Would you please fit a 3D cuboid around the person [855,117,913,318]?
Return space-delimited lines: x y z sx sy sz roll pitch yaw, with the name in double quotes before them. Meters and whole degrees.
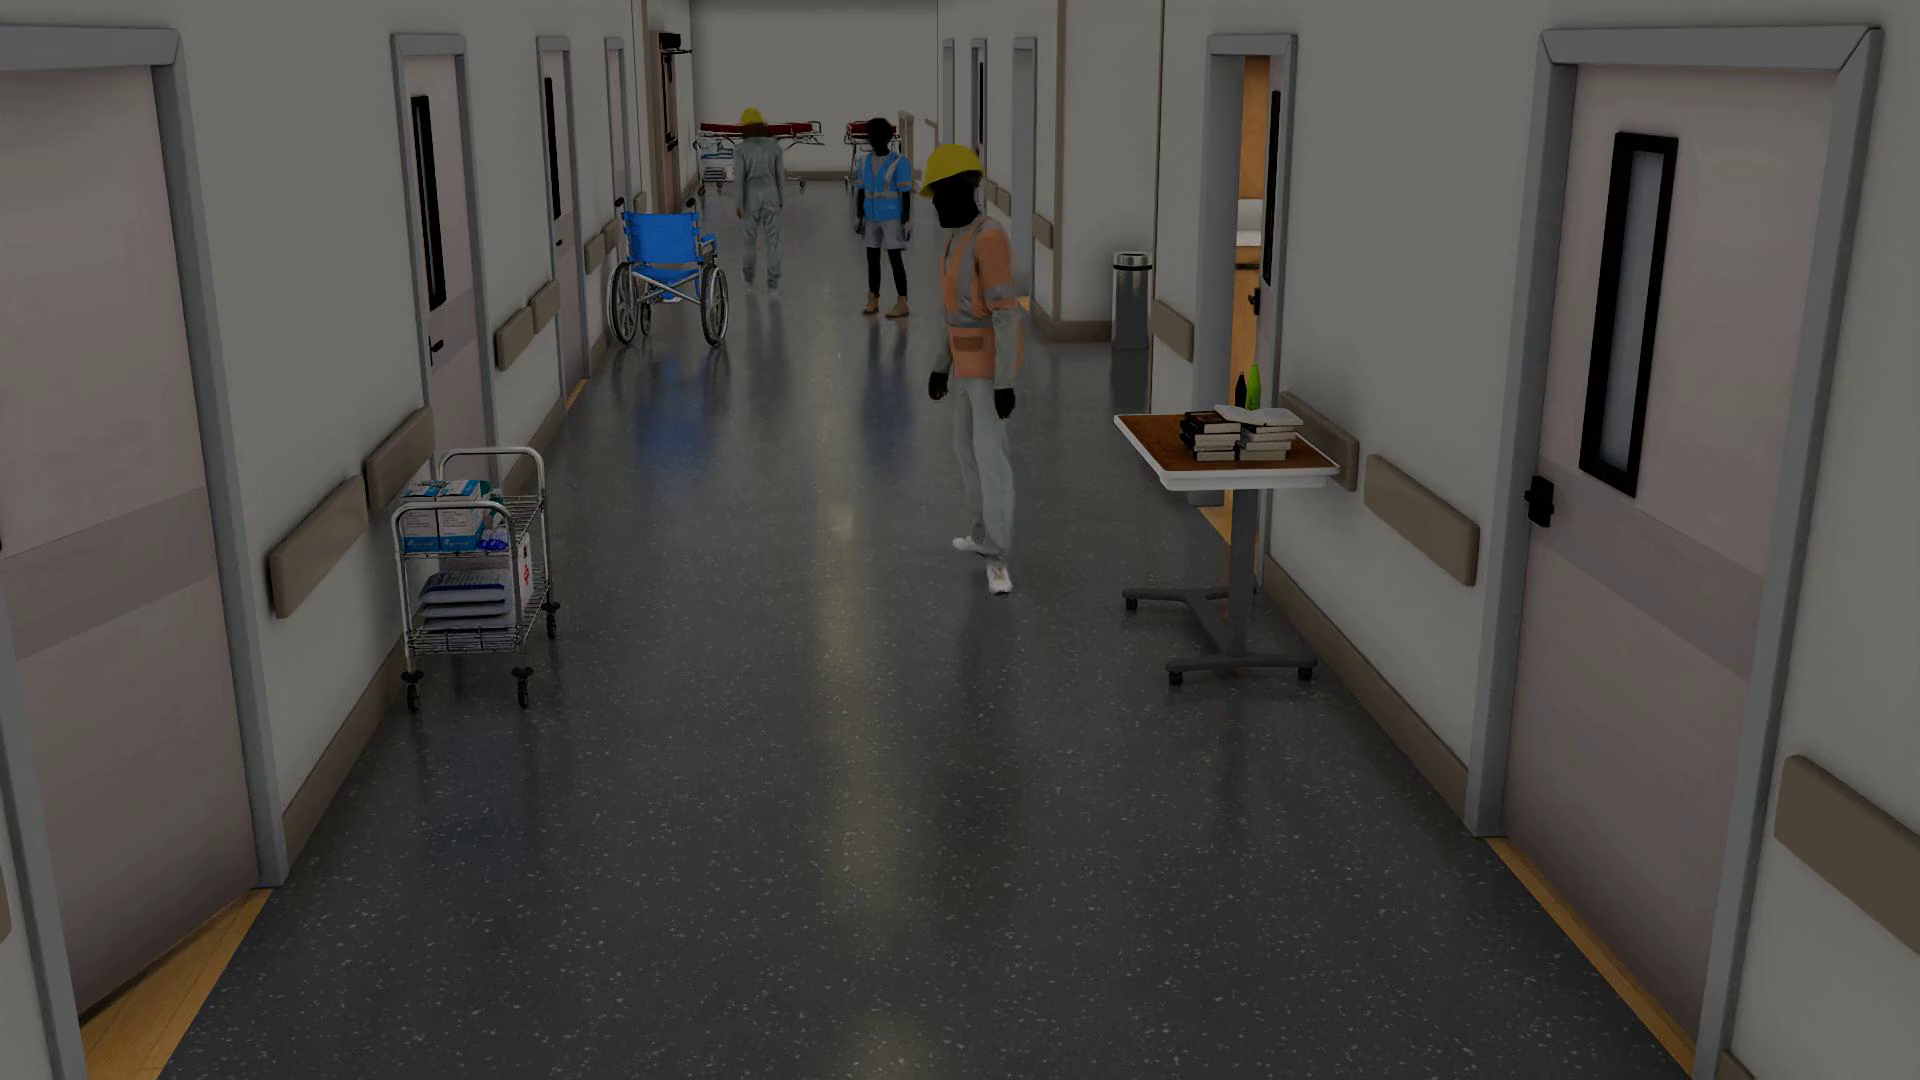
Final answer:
"person" -0.645 -2.778 14.339 0.558 1.695 0.322 12 20 35

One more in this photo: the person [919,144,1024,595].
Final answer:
"person" 0.071 -0.742 7.216 0.415 1.885 0.769 -4 17 -13

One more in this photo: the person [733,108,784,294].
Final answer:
"person" -1.917 -3.210 15.764 0.516 1.694 0.872 -6 18 -18
